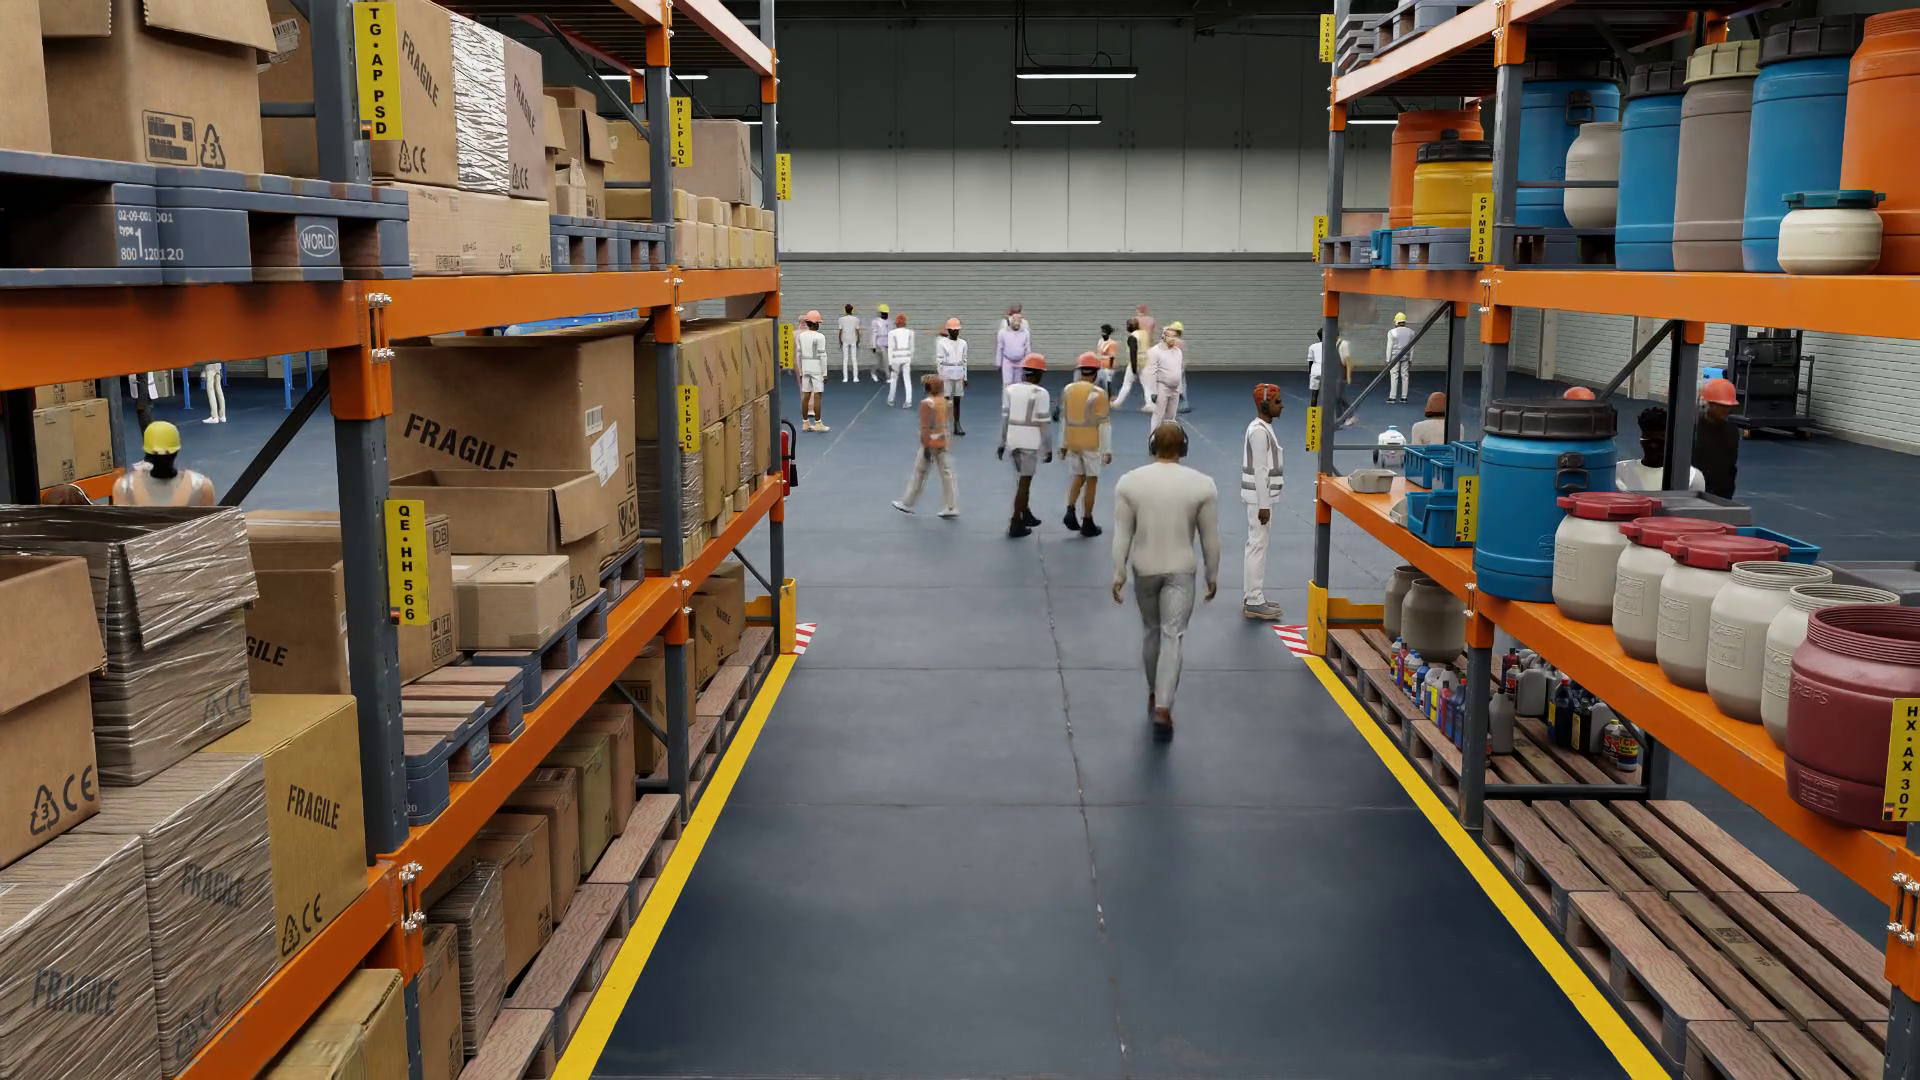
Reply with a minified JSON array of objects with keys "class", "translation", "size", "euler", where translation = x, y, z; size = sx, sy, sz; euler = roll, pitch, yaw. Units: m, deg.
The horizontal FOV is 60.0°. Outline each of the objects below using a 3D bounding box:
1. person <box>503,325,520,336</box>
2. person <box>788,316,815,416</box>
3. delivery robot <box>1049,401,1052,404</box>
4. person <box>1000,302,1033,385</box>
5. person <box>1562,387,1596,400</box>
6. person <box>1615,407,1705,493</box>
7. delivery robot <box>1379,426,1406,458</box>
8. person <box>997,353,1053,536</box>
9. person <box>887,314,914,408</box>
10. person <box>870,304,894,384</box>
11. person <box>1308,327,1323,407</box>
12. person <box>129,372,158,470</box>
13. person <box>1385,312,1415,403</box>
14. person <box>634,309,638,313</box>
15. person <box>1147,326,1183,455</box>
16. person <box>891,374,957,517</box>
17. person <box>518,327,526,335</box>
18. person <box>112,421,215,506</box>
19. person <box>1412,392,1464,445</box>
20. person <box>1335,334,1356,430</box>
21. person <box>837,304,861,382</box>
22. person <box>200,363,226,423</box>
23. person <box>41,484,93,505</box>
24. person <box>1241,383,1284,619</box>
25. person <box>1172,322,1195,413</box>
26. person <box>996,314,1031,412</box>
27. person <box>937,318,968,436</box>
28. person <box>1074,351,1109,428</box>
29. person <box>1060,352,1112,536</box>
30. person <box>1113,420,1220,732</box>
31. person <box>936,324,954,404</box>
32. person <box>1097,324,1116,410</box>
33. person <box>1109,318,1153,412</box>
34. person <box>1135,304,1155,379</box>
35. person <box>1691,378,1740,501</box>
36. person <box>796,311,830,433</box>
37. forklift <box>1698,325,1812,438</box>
[{"class":"person","translation":[-8.532,-3.392,31.668],"size":[0.367,1.939,0.635],"euler":[-1,10,-8]},{"class":"person","translation":[-2.851,-3.257,31.139],"size":[0.684,1.835,1.017],"euler":[1,9,4]},{"class":"delivery robot","translation":[1.459,-2.556,29.870],"size":[0.335,0.223,0.698],"euler":[4,10,22]},{"class":"person","translation":[1.262,-4.178,36.200],"size":[0.682,2.000,1.032],"euler":[8,13,41]},{"class":"person","translation":[4.546,-0.150,12.221],"size":[0.934,1.936,0.630],"euler":[9,13,43]},{"class":"person","translation":[4.298,0.145,10.398],"size":[0.616,1.963,0.361],"euler":[4,10,24]},{"class":"delivery robot","translation":[6.124,-1.376,23.574],"size":[0.477,0.478,0.707],"euler":[2,10,11]},{"class":"person","translation":[0.734,-1.025,17.581],"size":[0.583,1.901,0.718],"euler":[9,13,42]},{"class":"person","translation":[-1.159,-3.534,32.862],"size":[0.588,1.830,1.005],"euler":[-4,10,-21]},{"class":"person","translation":[-1.863,-4.696,39.671],"size":[0.594,1.888,0.949],"euler":[-8,13,-41]},{"class":"person","translation":[6.501,-2.966,29.849],"size":[0.532,1.694,0.319],"euler":[6,11,34]},{"class":"person","translation":[-11.334,-1.946,23.061],"size":[0.386,1.921,0.595],"euler":[-5,11,-27]},{"class":"person","translation":[8.935,-3.704,33.842],"size":[0.597,1.836,0.404],"euler":[-2,10,-14]},{"class":"person","translation":[-7.375,-4.609,39.056],"size":[0.421,1.903,0.660],"euler":[5,11,29]},{"class":"person","translation":[3.083,-2.221,24.750],"size":[0.643,1.908,0.411],"euler":[-7,12,-38]},{"class":"person","translation":[-0.367,-1.065,18.731],"size":[0.855,1.589,0.535],"euler":[6,11,33]},{"class":"person","translation":[-10.659,-4.694,40.310],"size":[0.844,1.661,0.529],"euler":[3,10,19]},{"class":"person","translation":[-5.036,0.166,10.576],"size":[0.601,1.874,1.017],"euler":[-2,10,-14]},{"class":"person","translation":[4.512,-0.589,15.791],"size":[0.507,1.631,0.277],"euler":[0,9,0]},{"class":"person","translation":[6.465,-2.799,28.494],"size":[0.460,1.812,0.559],"euler":[-5,10,-25]},{"class":"person","translation":[-2.662,-4.693,39.766],"size":[0.575,1.882,0.419],"euler":[-1,10,-6]},{"class":"person","translation":[-13.385,-3.028,29.736],"size":[0.327,1.865,0.516],"euler":[2,10,13]},{"class":"person","translation":[-4.083,0.652,7.735],"size":[0.626,1.844,0.429],"euler":[-3,10,-16]},{"class":"person","translation":[2.452,-0.323,13.452],"size":[0.354,1.883,0.576],"euler":[1,10,9]},{"class":"person","translation":[4.086,-3.223,31.260],"size":[0.543,1.728,0.849],"euler":[9,13,42]},{"class":"person","translation":[1.031,-3.373,31.752],"size":[0.648,1.878,0.594],"euler":[-2,10,-10]},{"class":"person","translation":[-0.110,-2.698,27.510],"size":[0.543,1.939,0.360],"euler":[-5,11,-26]},{"class":"person","translation":[1.900,-1.958,24.190],"size":[0.514,1.576,0.913],"euler":[1,10,7]},{"class":"person","translation":[1.313,-1.001,17.379],"size":[0.561,1.922,0.432],"euler":[9,13,43]},{"class":"person","translation":[1.266,0.207,10.277],"size":[0.644,1.898,1.013],"euler":[3,10,16]},{"class":"person","translation":[-0.314,-3.568,33.675],"size":[0.398,1.617,0.517],"euler":[-6,11,-34]},{"class":"person","translation":[2.814,-3.312,31.928],"size":[0.395,1.682,0.557],"euler":[-4,10,-25]},{"class":"person","translation":[3.308,-3.359,31.904],"size":[0.983,1.781,0.643],"euler":[7,12,36]},{"class":"person","translation":[4.220,-4.577,39.000],"size":[0.659,1.865,0.946],"euler":[-4,10,-20]},{"class":"person","translation":[5.786,-0.267,12.864],"size":[0.684,1.971,0.464],"euler":[-4,10,-25]},{"class":"person","translation":[-2.466,-2.842,28.059],"size":[0.615,2.043,0.373],"euler":[7,12,35]},{"class":"forklift","translation":[13.248,-3.165,27.620],"size":[1.129,2.768,1.873],"euler":[0,9,1]}]
